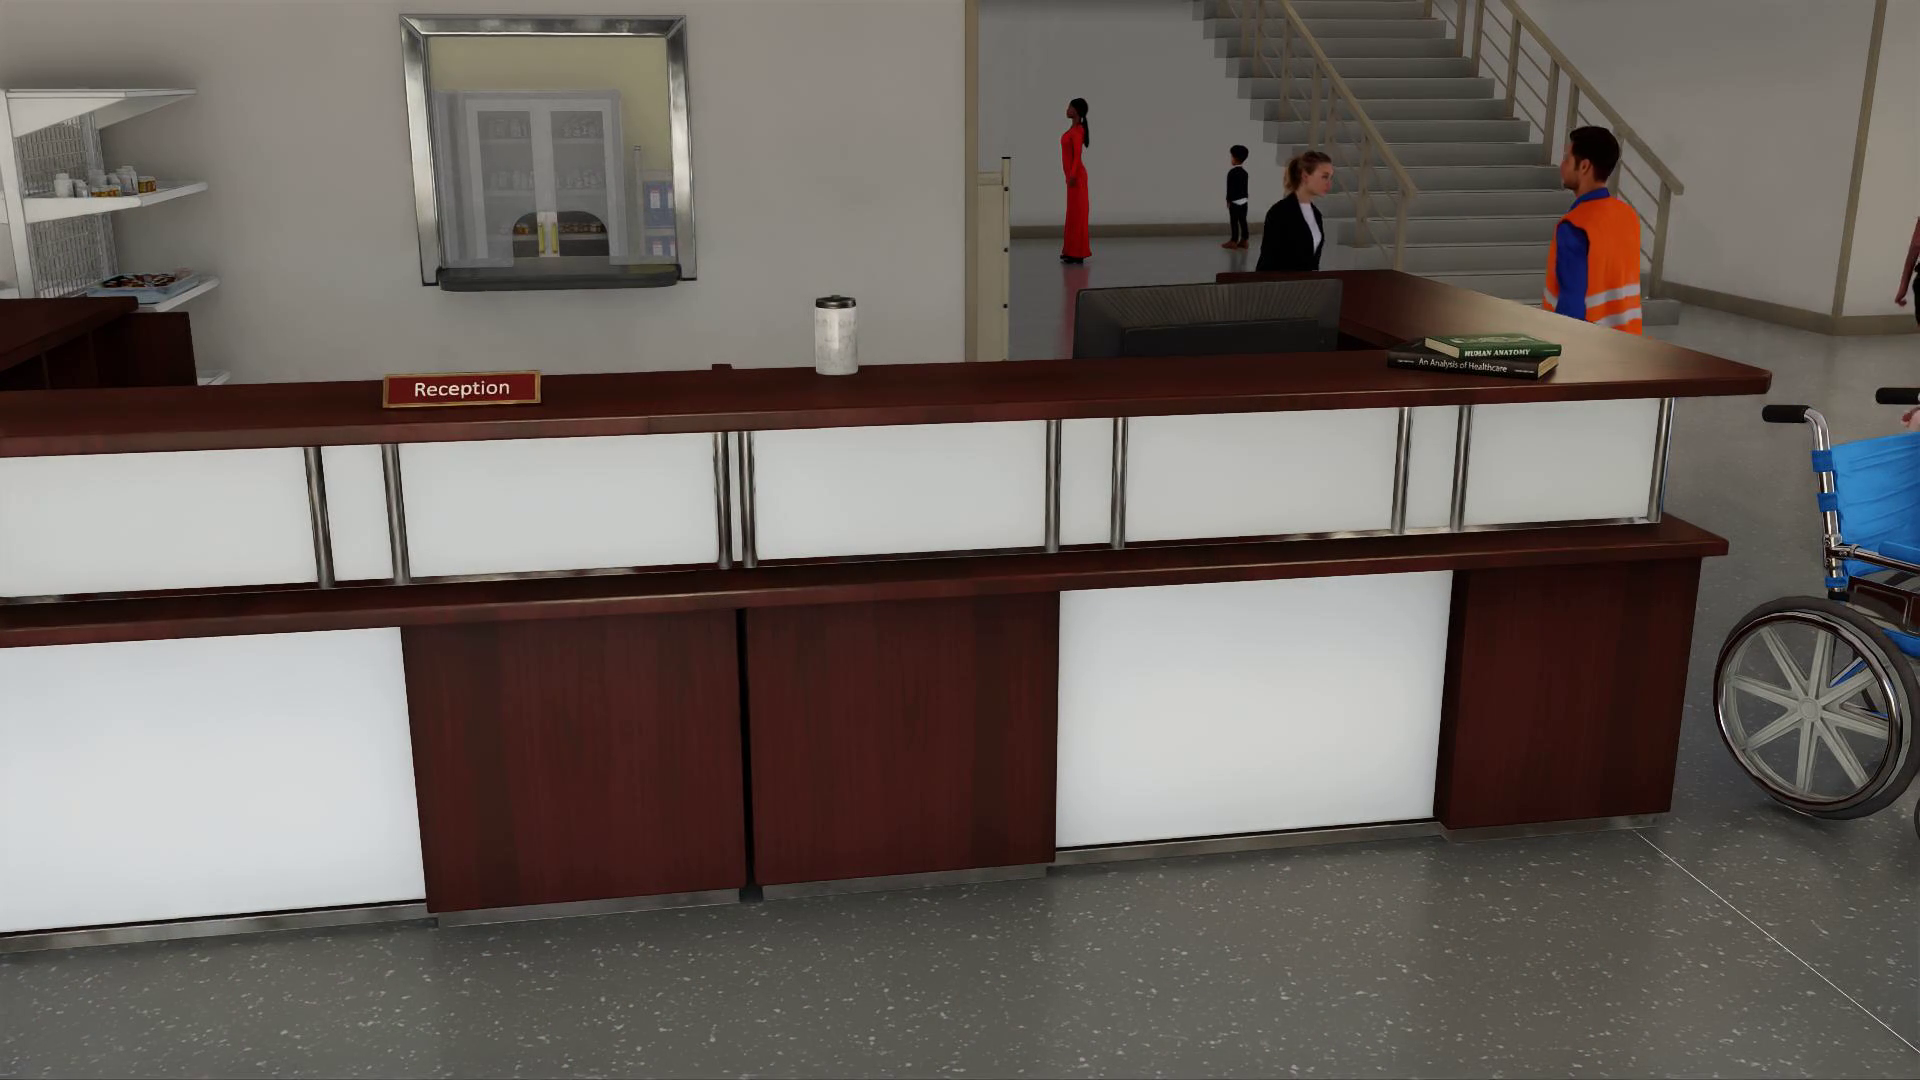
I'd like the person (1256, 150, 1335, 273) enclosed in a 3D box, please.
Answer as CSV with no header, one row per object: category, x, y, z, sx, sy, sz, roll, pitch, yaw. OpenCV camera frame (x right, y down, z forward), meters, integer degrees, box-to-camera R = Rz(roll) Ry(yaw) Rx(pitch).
person,1.584,-1.156,8.638,0.928,1.667,0.864,15,22,43

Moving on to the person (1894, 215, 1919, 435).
person,5.324,-1.275,8.934,0.851,1.736,1.150,3,16,12

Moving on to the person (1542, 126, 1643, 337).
person,2.664,-0.723,6.854,1.071,1.804,1.345,-11,19,-34

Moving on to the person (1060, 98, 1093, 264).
person,1.291,-3.993,18.488,0.694,1.784,0.545,-1,16,-4

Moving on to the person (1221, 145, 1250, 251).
person,3.343,-4.109,19.940,0.570,1.219,0.584,-12,20,-37
